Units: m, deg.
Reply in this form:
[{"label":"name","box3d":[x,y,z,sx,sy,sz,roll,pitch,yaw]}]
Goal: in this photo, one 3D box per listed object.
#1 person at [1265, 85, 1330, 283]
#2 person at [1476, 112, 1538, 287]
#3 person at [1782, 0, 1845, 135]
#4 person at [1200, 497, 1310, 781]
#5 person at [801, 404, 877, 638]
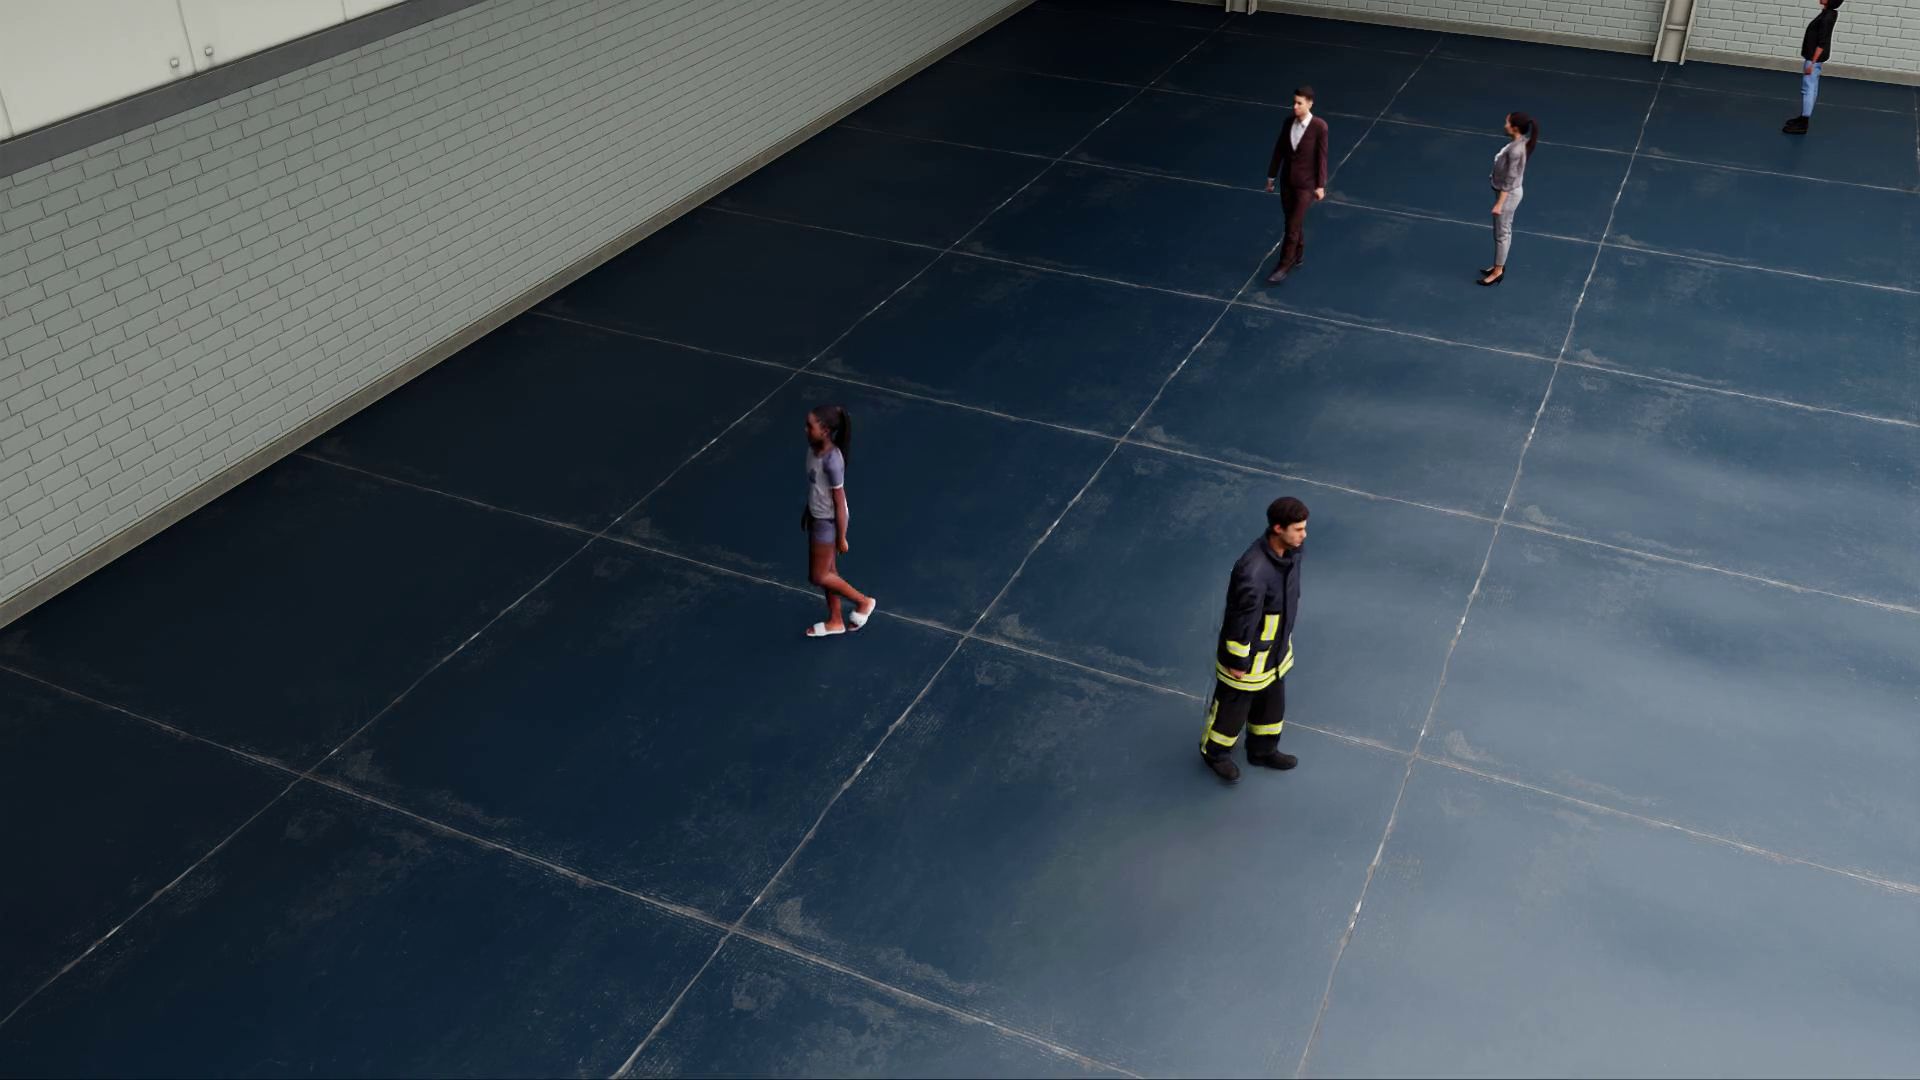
[{"label":"person","box3d":[3.300,-3.449,15.957,0.999,1.841,1.031,-25,40,-34]},{"label":"person","box3d":[5.191,-3.238,15.774,0.562,1.680,0.603,14,35,21]},{"label":"person","box3d":[10.078,-5.655,19.585,0.572,1.701,0.598,19,37,28]},{"label":"person","box3d":[1.669,0.538,9.570,0.889,1.912,0.900,27,41,36]},{"label":"person","box3d":[-0.782,-0.113,10.791,0.856,1.710,0.795,-10,34,-15]}]
